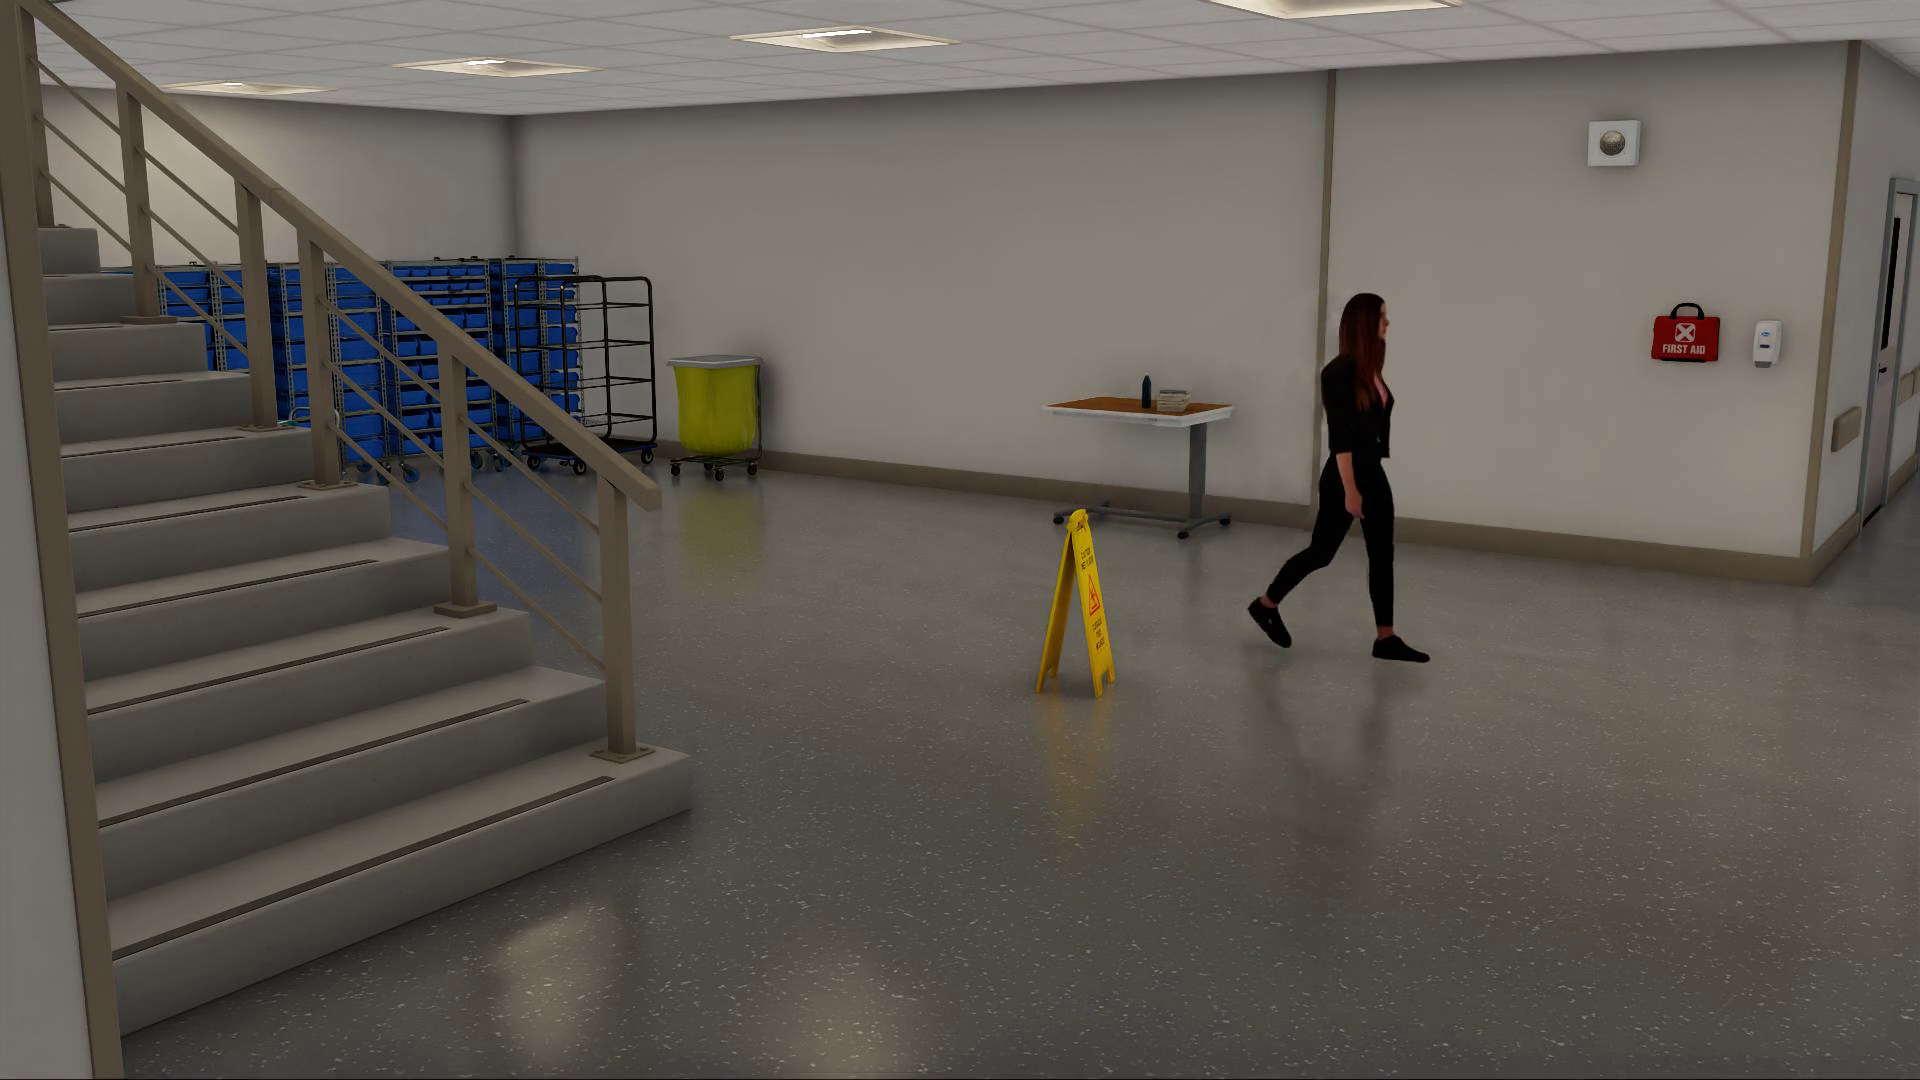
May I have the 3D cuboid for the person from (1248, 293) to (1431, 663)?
[{"bbox_3d":[1.735,-0.274,7.726,1.142,1.685,0.710,10,15,43],"label":"person"}]
